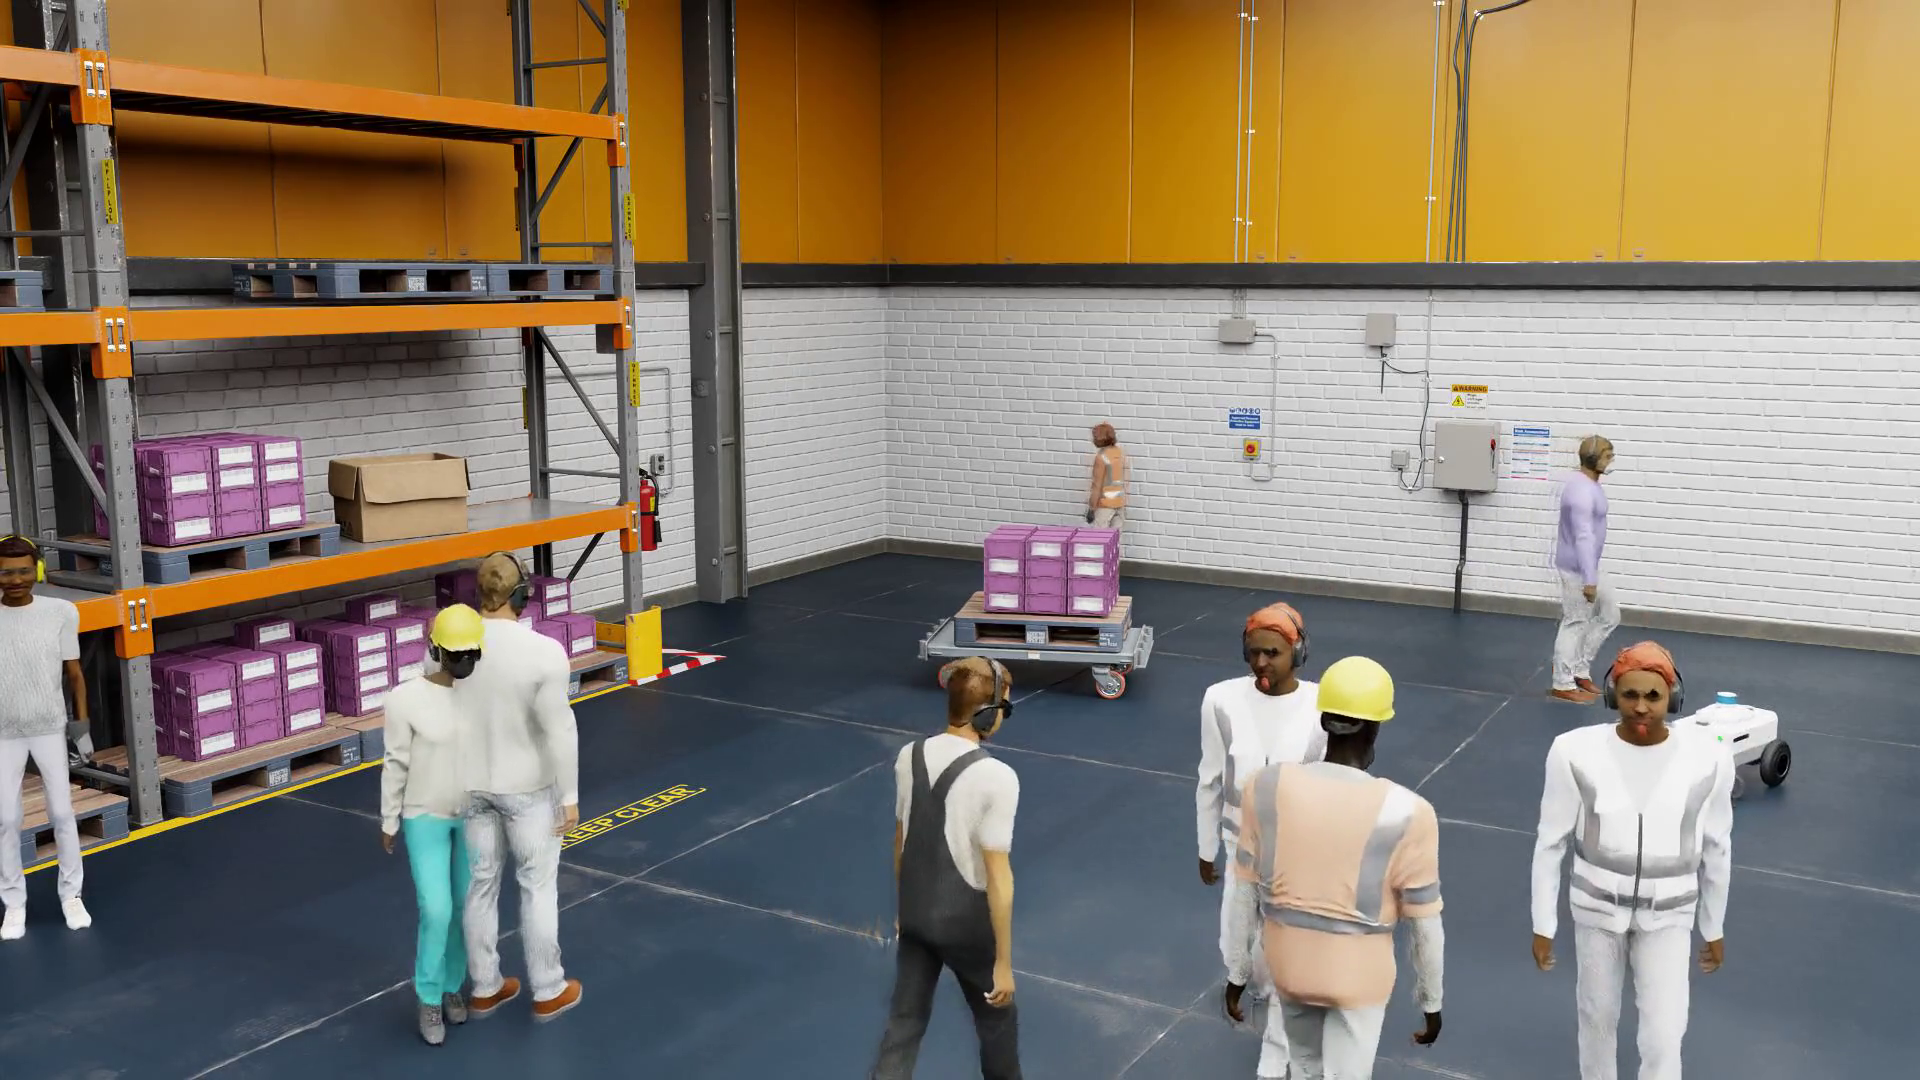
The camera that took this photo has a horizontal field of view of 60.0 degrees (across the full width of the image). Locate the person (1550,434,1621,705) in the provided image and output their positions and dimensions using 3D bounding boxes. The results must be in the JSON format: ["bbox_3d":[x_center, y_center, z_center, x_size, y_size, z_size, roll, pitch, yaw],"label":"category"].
[{"bbox_3d":[4.411,0.218,11.626,0.508,1.921,0.659,4,10,25],"label":"person"}]

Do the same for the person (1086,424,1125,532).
[{"bbox_3d":[1.419,-0.301,15.841,0.352,1.616,0.563,6,11,35],"label":"person"}]

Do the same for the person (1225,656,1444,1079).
[{"bbox_3d":[1.172,1.280,5.062,0.628,1.896,0.768,6,11,31],"label":"person"}]

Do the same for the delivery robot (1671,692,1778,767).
[{"bbox_3d":[4.513,1.142,9.826,0.707,0.478,0.477,-7,11,-37],"label":"delivery robot"}]

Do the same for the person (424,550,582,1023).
[{"bbox_3d":[-1.821,0.999,6.725,0.646,1.936,0.399,2,9,14],"label":"person"}]

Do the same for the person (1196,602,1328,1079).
[{"bbox_3d":[1.172,1.129,6.144,0.582,1.867,0.627,4,10,25],"label":"person"}]

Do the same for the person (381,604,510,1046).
[{"bbox_3d":[-1.996,1.110,6.604,0.541,1.735,0.579,-6,11,-34],"label":"person"}]

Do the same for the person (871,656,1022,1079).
[{"bbox_3d":[0.022,1.264,5.504,0.623,1.785,0.932,8,12,40],"label":"person"}]

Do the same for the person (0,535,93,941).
[{"bbox_3d":[-4.268,0.894,7.615,0.513,1.861,0.327,-5,10,-29],"label":"person"}]

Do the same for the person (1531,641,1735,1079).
[{"bbox_3d":[2.156,1.256,5.366,0.603,1.847,0.848,3,10,20],"label":"person"}]
